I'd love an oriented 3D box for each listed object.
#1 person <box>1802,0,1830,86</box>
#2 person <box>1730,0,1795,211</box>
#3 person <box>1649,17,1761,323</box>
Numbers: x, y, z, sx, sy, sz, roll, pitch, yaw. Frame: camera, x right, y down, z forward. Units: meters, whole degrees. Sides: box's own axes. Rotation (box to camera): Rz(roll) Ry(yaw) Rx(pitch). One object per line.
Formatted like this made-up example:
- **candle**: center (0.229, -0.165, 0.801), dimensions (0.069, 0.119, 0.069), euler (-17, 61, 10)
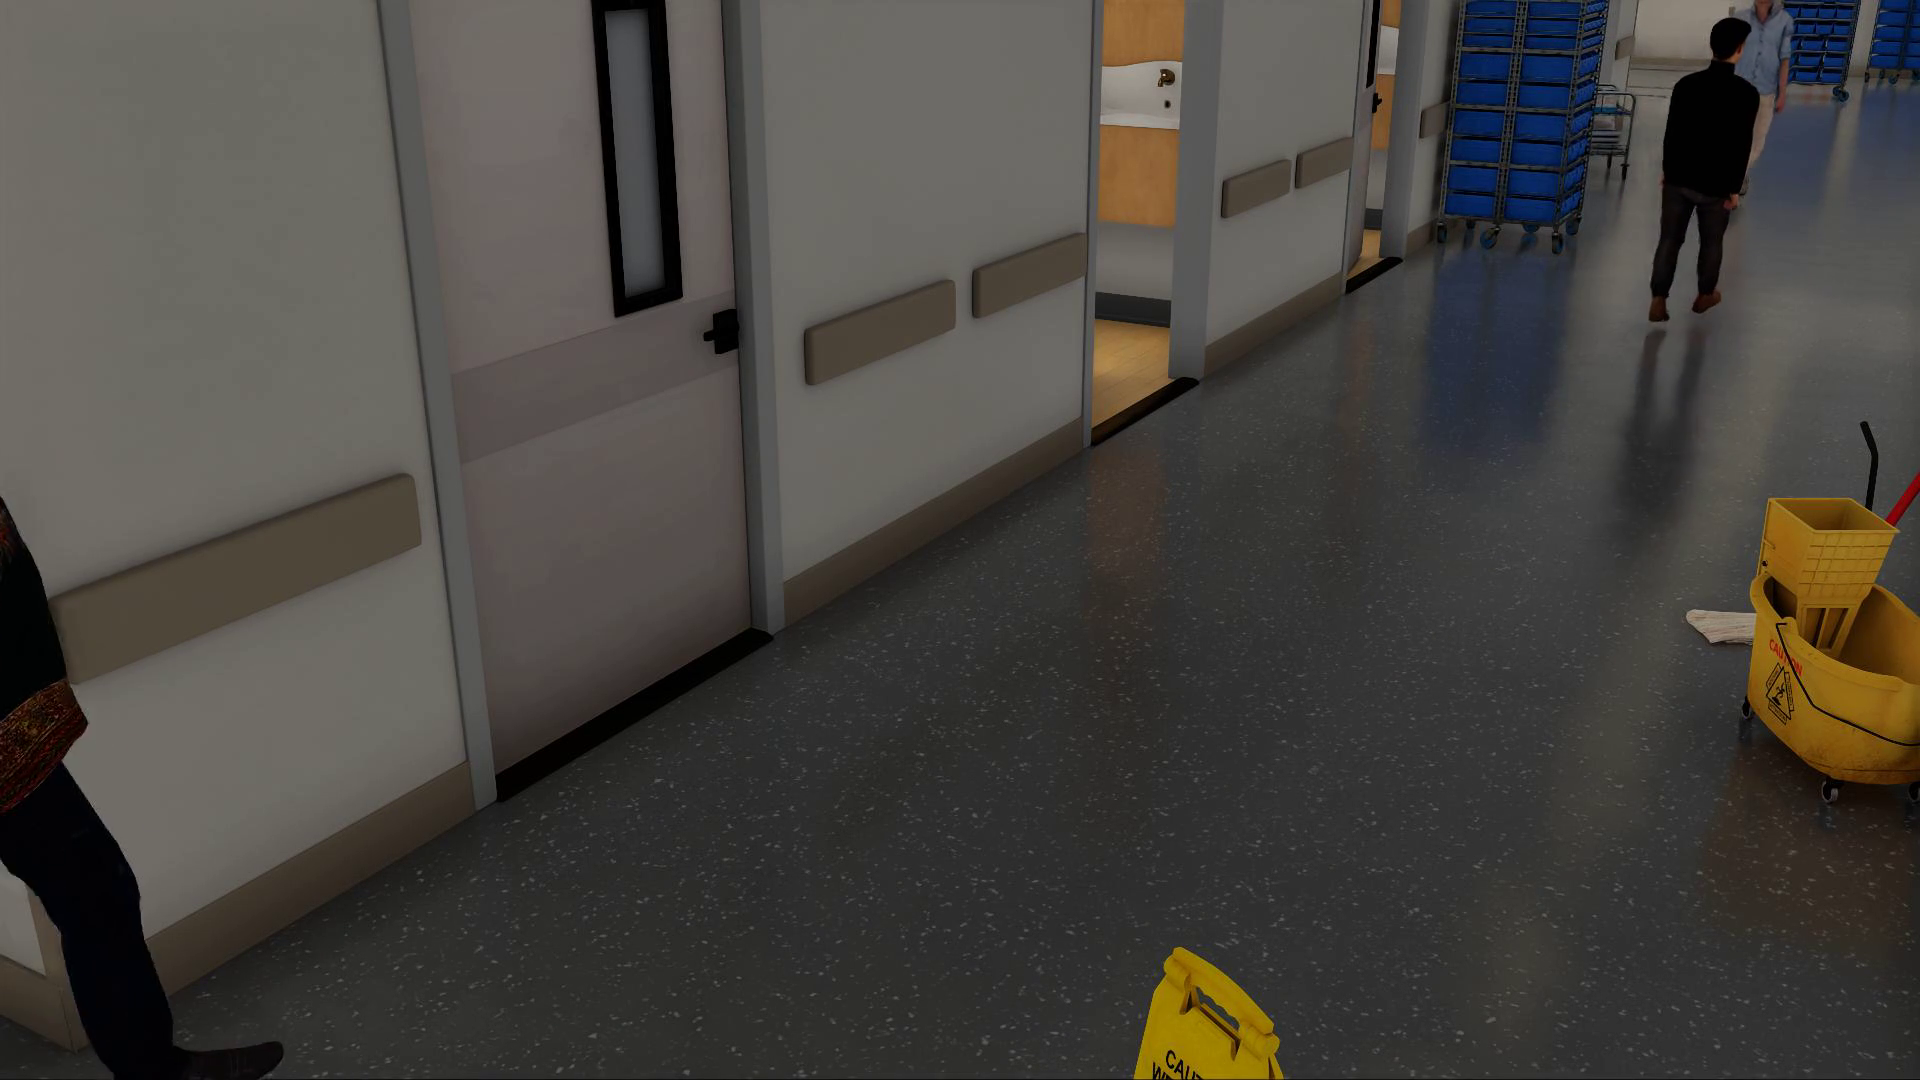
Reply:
- **person**: center (11.918, -7.208, 22.853), dimensions (0.742, 1.831, 0.771), euler (-3, 21, -8)
- **person**: center (6.332, -3.584, 13.306), dimensions (0.804, 1.817, 1.189), euler (7, 22, 17)
- **person**: center (4.152, -2.037, 9.403), dimensions (0.761, 1.688, 1.106), euler (16, 26, 36)
